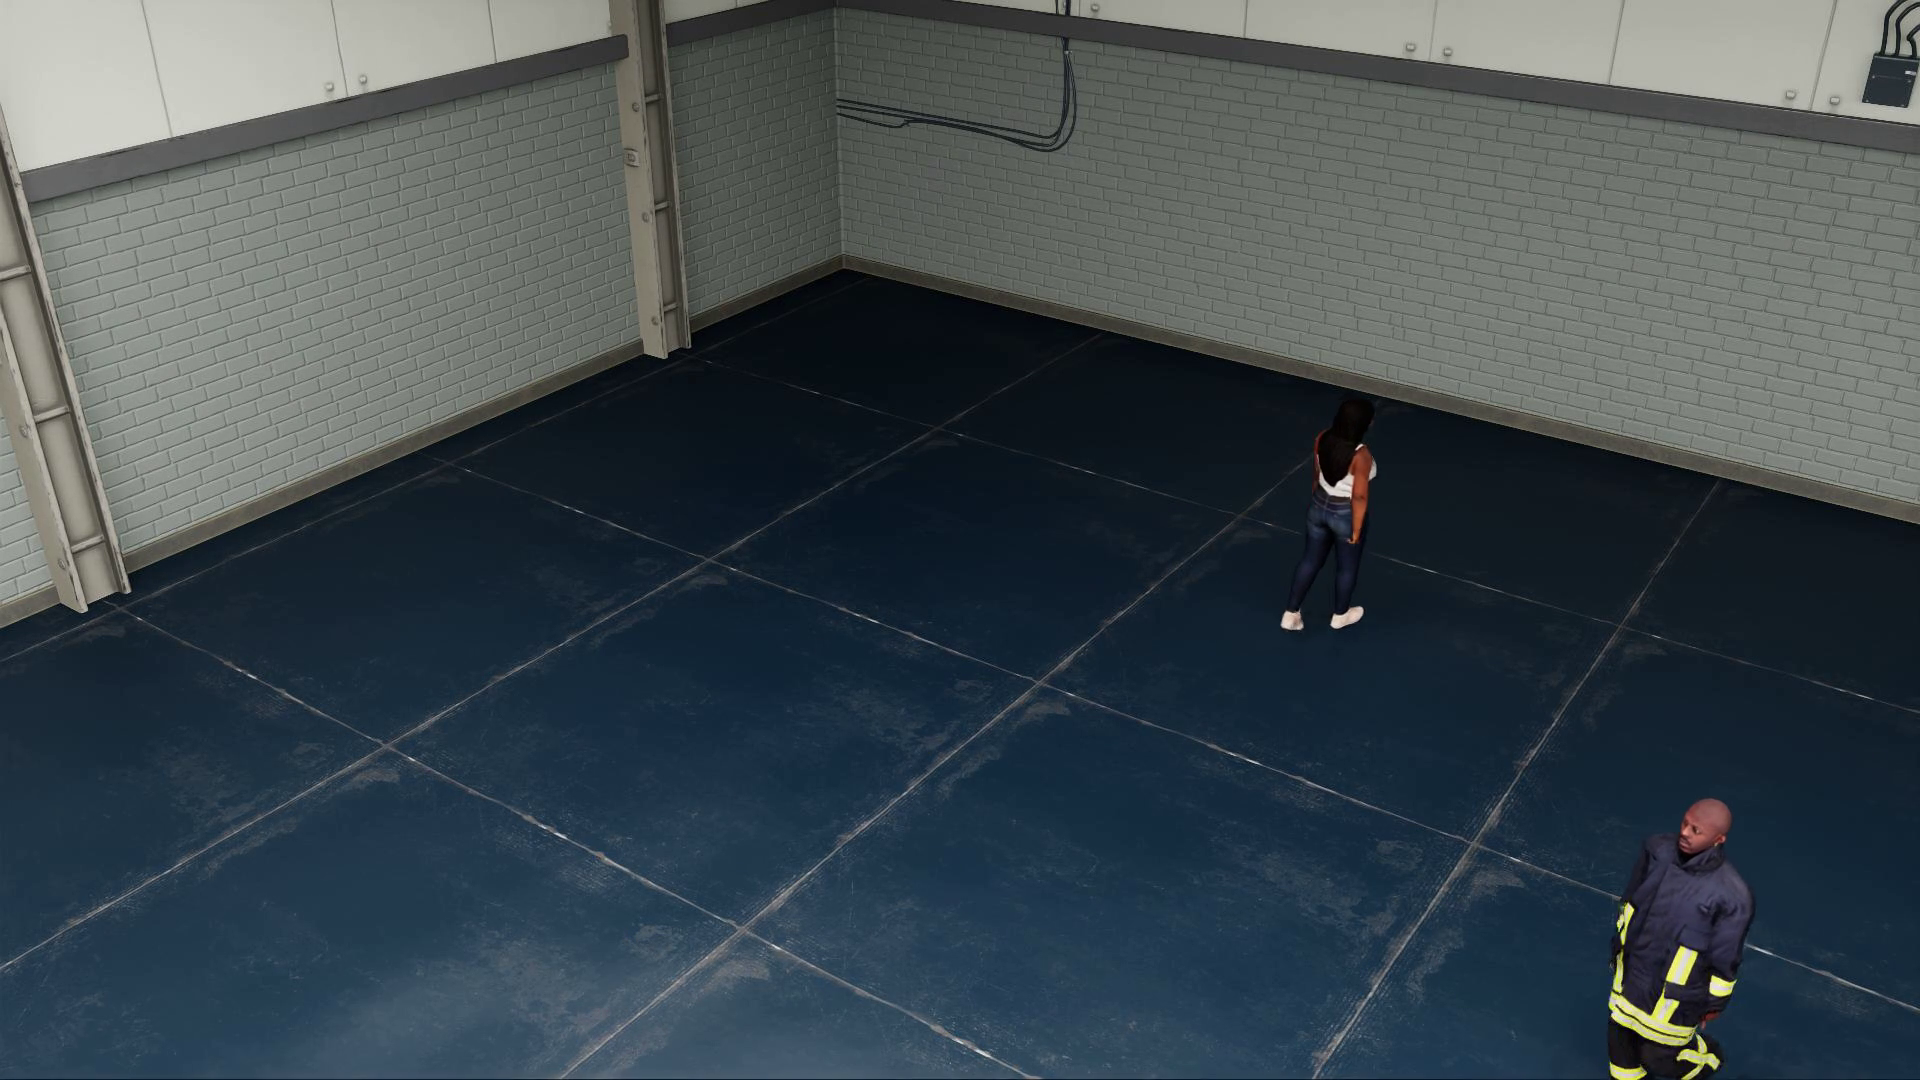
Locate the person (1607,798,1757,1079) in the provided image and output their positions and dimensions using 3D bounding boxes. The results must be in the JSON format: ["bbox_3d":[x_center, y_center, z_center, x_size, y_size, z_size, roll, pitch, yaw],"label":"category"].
[{"bbox_3d":[3.251,1.894,7.519,1.100,1.809,0.991,-12,30,-22],"label":"person"}]

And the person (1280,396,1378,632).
[{"bbox_3d":[2.544,-0.149,11.359,0.992,1.806,0.792,-24,36,-37],"label":"person"}]
